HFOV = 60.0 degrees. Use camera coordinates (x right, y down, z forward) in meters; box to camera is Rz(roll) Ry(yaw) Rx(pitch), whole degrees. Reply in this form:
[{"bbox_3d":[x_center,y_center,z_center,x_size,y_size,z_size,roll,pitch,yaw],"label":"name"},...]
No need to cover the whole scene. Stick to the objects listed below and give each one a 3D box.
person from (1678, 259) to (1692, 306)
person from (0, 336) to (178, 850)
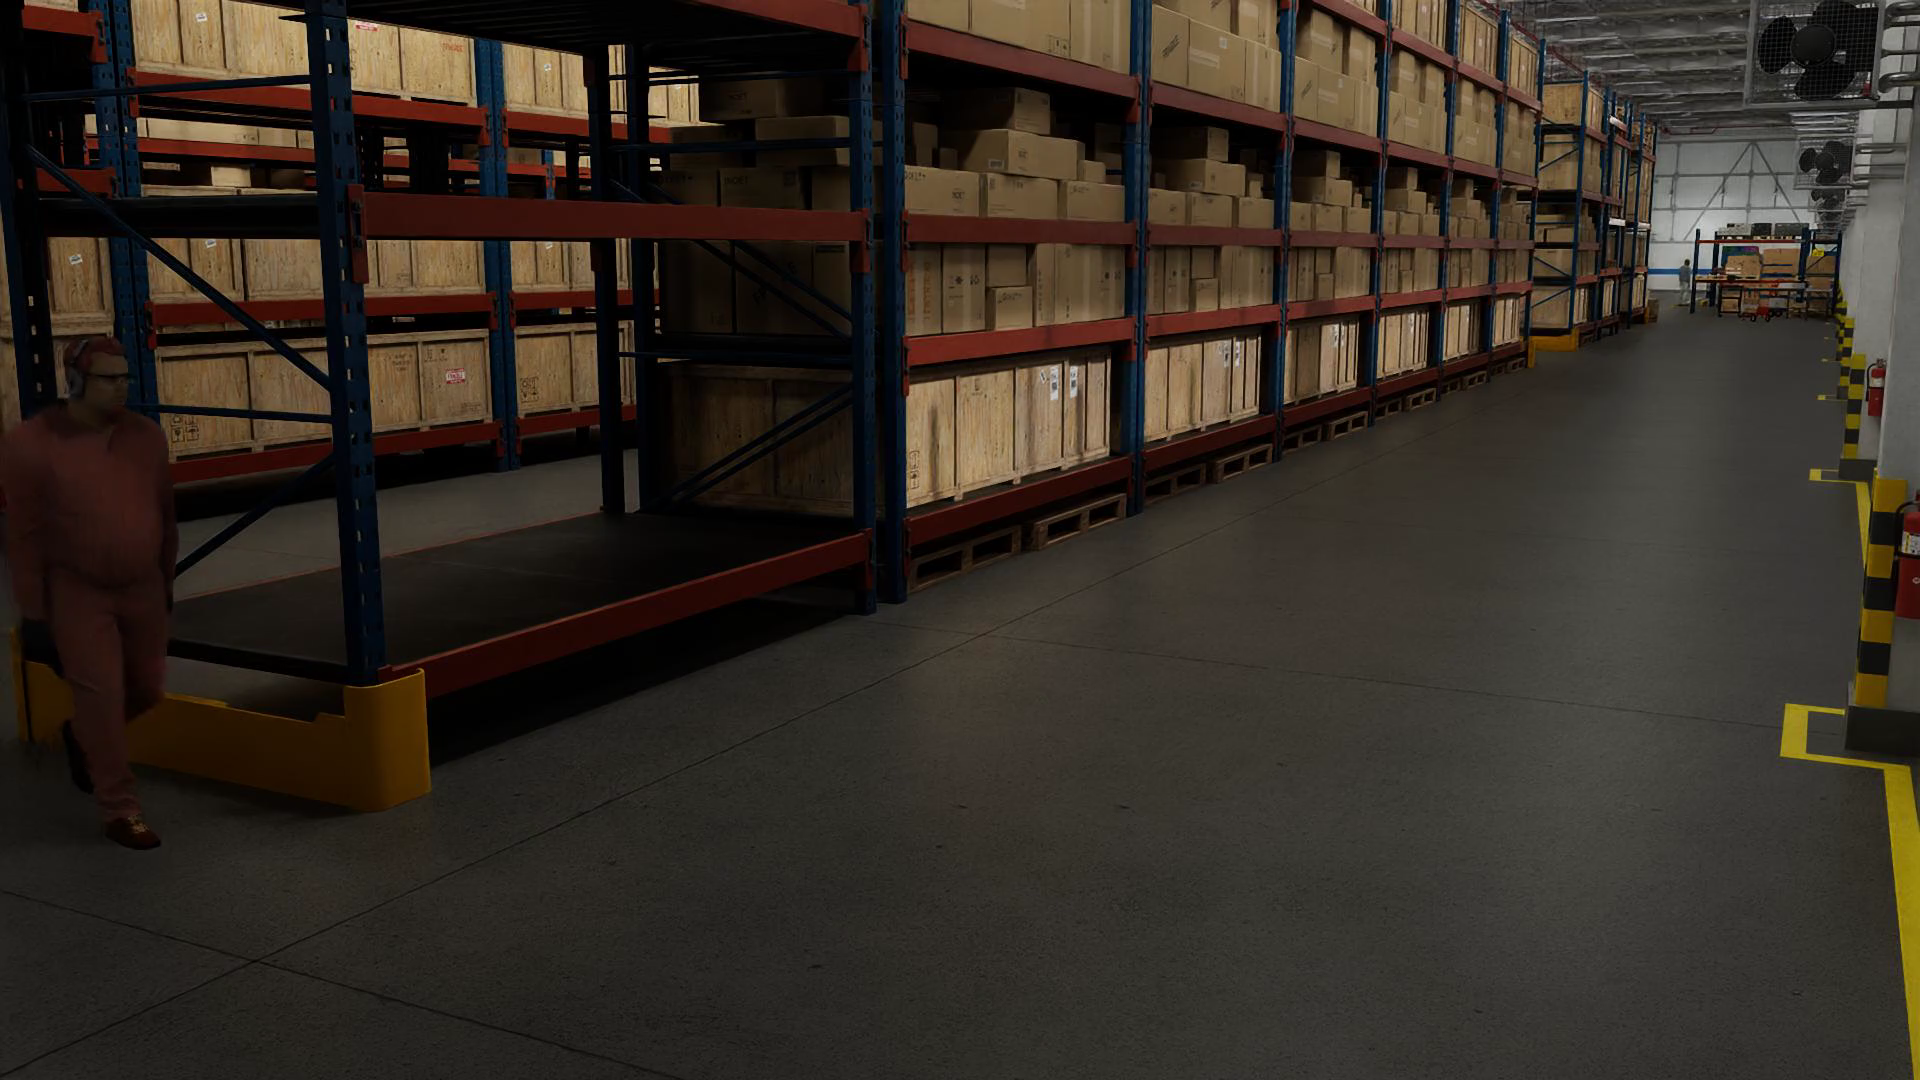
[{"bbox_3d":[29.501,-10.465,67.690,0.364,1.931,0.628,-3,10,-18],"label":"person"},{"bbox_3d":[-3.244,0.177,6.227,0.738,1.883,0.645,6,12,32],"label":"person"}]
